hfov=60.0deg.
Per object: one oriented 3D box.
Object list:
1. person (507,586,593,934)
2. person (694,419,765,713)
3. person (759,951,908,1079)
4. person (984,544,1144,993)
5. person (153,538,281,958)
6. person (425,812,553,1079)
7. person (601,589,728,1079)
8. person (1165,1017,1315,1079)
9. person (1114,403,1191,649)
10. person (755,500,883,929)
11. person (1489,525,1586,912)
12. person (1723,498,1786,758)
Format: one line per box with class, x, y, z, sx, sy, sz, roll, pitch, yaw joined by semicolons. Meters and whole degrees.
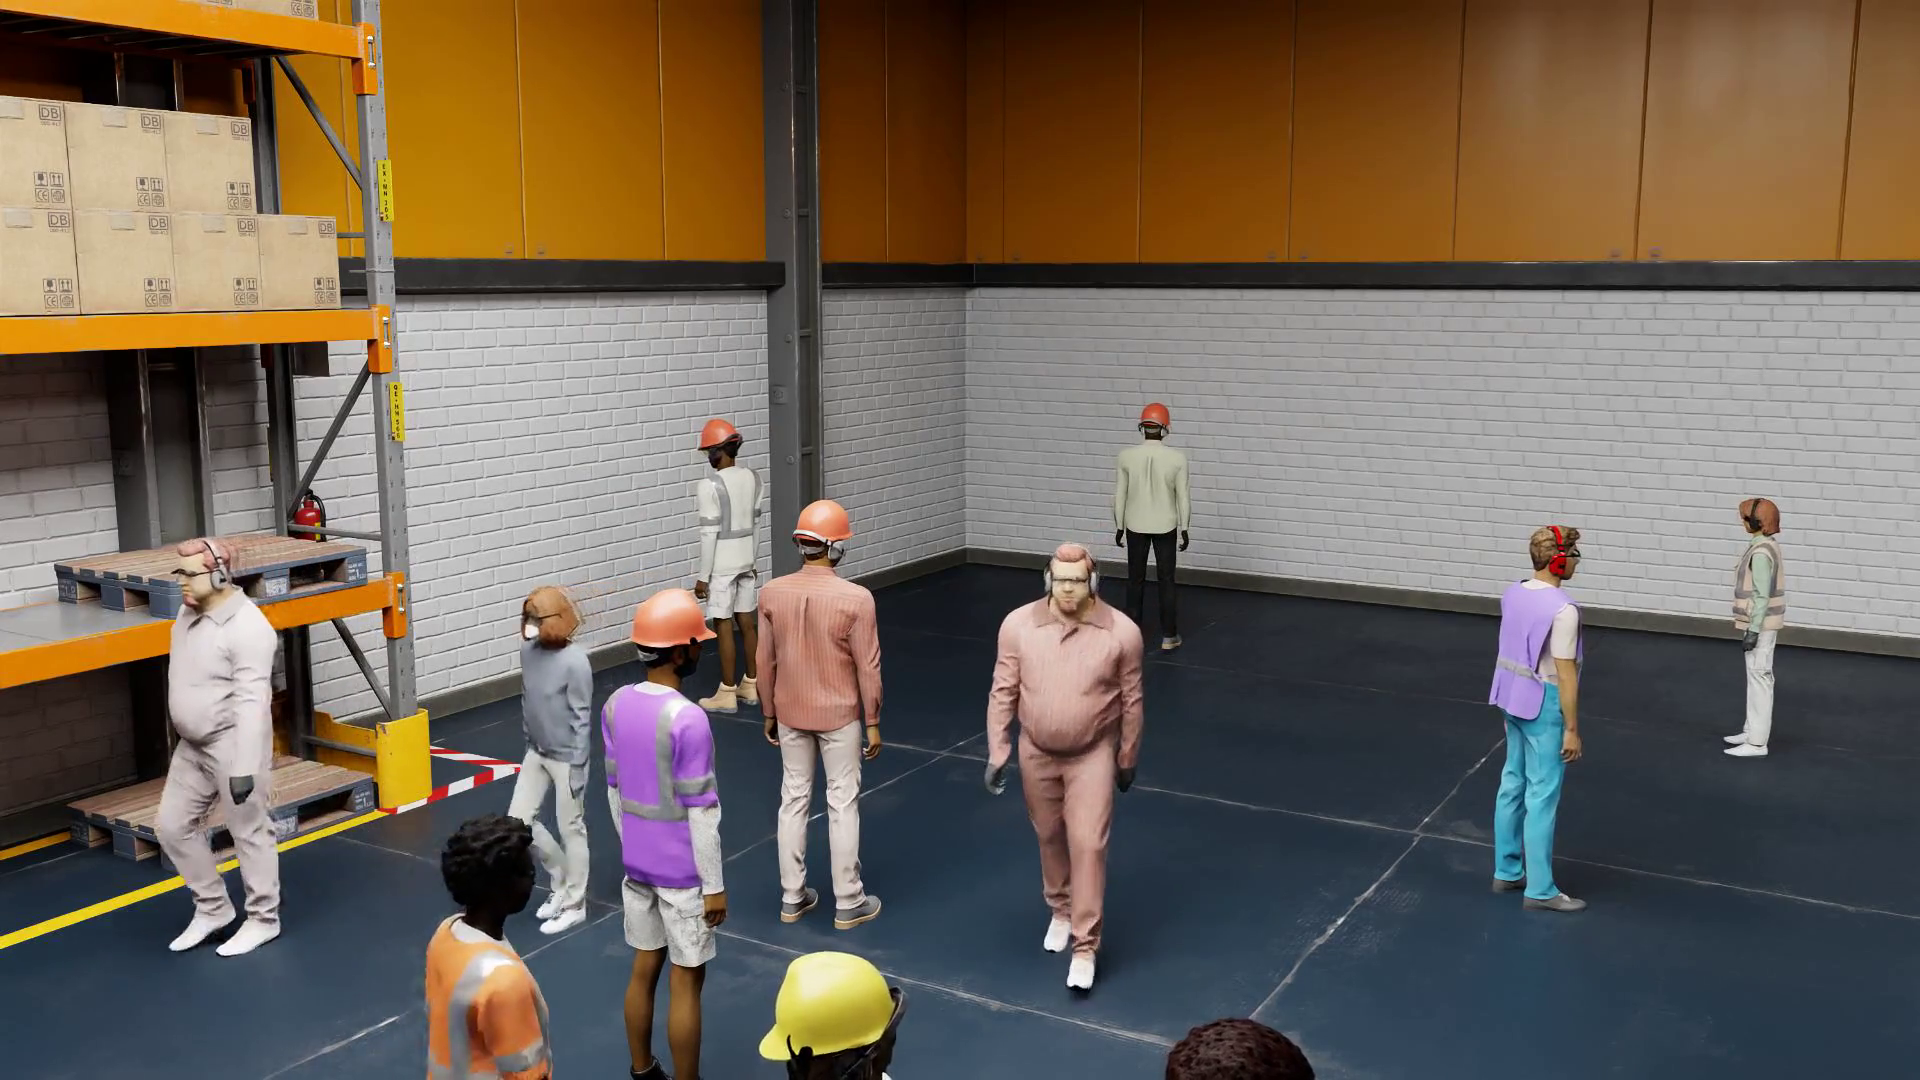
person;-1.873;1.008;7.613;0.529;1.617;0.346;8;12;40
person;-1.622;0.178;11.523;0.382;2.038;0.606;6;11;31
person;-0.216;1.641;3.253;0.323;1.764;0.524;-1;9;-7
person;0.428;0.961;7.162;0.651;1.871;0.916;3;9;16
person;-3.290;0.927;7.296;0.687;1.885;0.575;7;11;36
person;-1.087;1.516;4.304;0.750;1.674;0.543;-4;10;-25
person;-1.010;1.131;5.880;0.542;1.939;0.362;8;12;42
person;0.362;1.664;2.616;0.373;1.916;0.596;-1;9;-6
person;1.559;-0.113;13.471;0.623;1.992;0.397;2;9;14
person;-0.639;0.805;7.741;0.622;1.991;0.397;4;10;21
person;2.756;0.842;7.964;0.394;1.847;0.563;-2;9;-12
person;5.005;0.550;10.447;0.315;1.636;0.515;5;10;28
